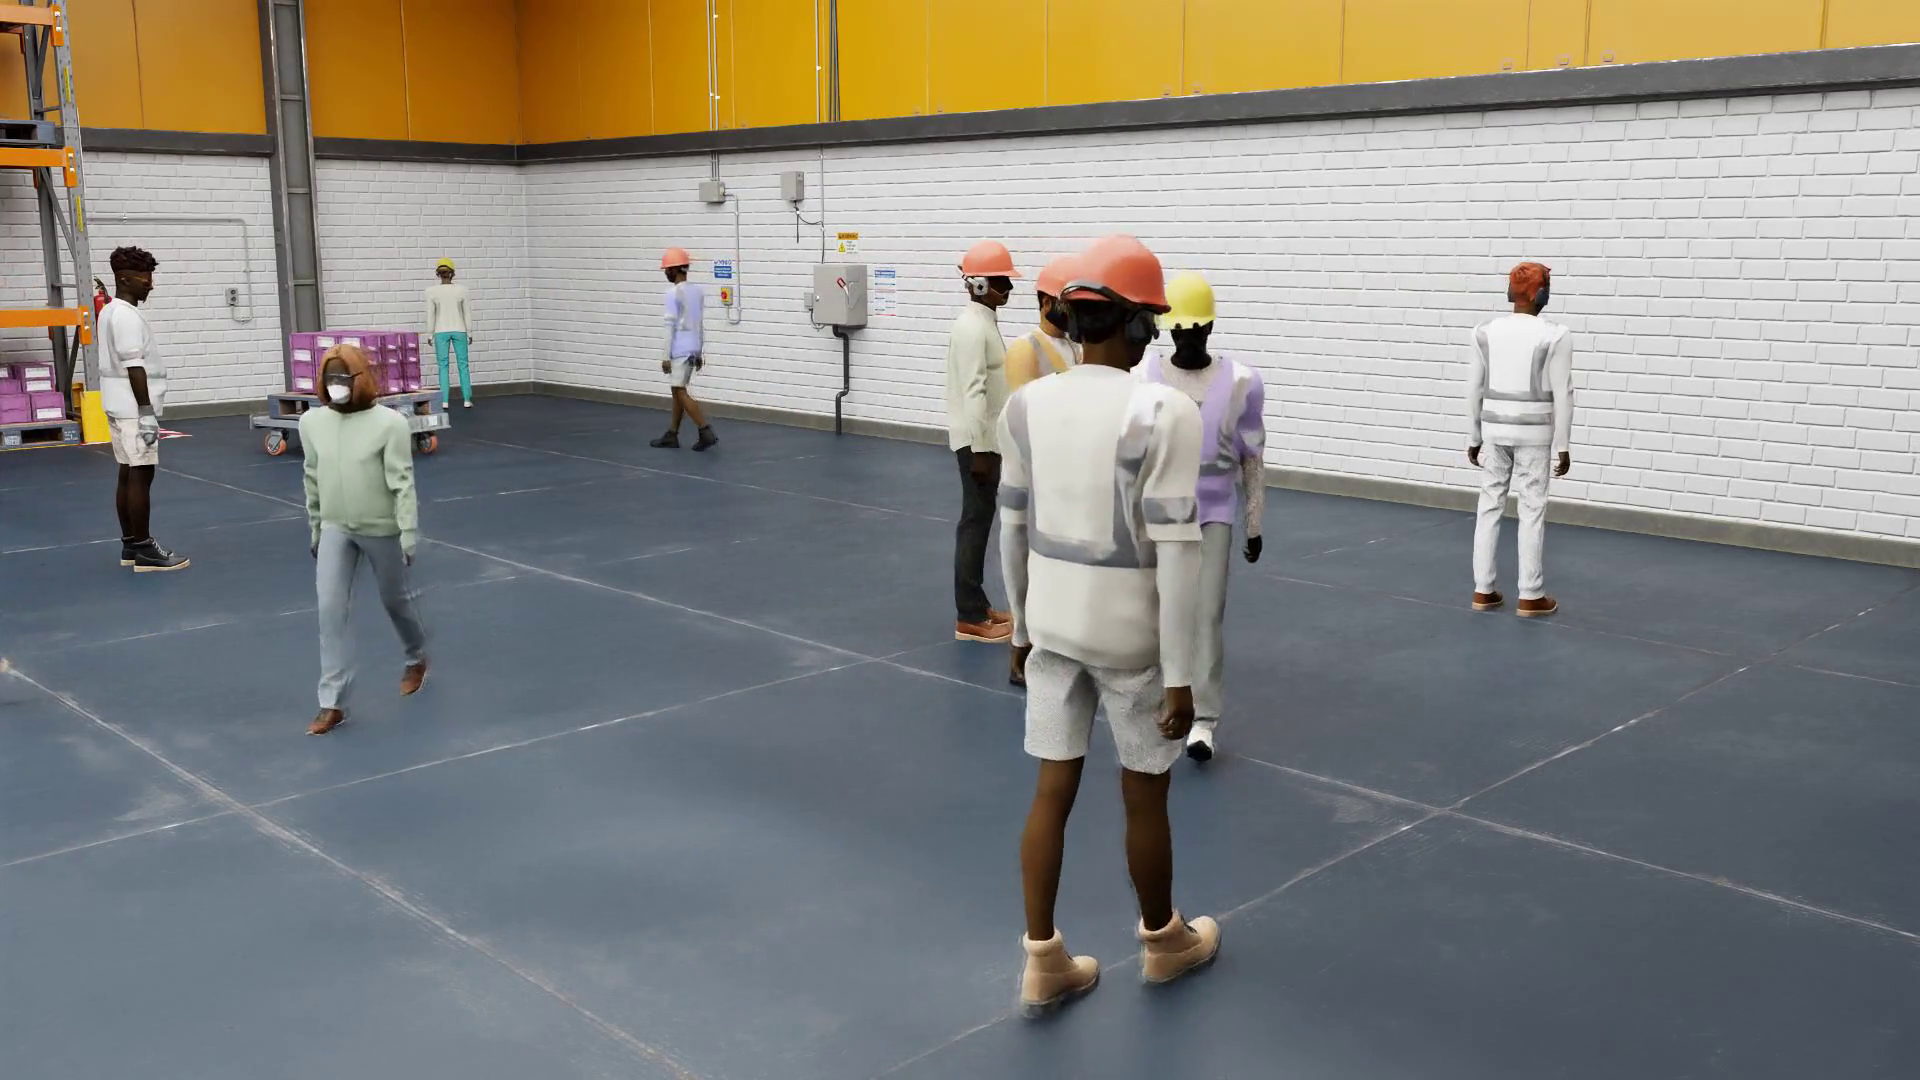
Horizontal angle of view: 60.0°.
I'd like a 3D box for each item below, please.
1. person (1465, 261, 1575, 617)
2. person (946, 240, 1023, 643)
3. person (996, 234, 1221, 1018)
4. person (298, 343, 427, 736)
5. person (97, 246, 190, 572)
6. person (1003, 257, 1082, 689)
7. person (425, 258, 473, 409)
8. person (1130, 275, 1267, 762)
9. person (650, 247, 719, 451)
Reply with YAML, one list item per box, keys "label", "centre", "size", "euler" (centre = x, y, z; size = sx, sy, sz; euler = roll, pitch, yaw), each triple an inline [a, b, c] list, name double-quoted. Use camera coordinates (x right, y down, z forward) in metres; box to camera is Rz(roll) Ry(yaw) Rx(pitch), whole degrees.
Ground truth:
- label: "person"
  centre: [2.981, -0.534, 8.881]
  size: [0.584, 1.882, 0.337]
  euler: [10, 14, 42]
- label: "person"
  centre: [0.121, -0.492, 8.352]
  size: [0.384, 1.993, 0.622]
  euler: [1, 10, 4]
- label: "person"
  centre: [0.388, 0.232, 4.362]
  size: [0.638, 2.038, 0.597]
  euler: [8, 13, 38]
- label: "person"
  centre: [-2.515, -0.046, 7.044]
  size: [0.507, 1.587, 0.855]
  euler: [1, 10, 4]
- label: "person"
  centre: [-4.982, -0.790, 10.074]
  size: [0.381, 1.958, 0.603]
  euler: [-8, 13, -37]
- label: "person"
  centre: [0.422, -0.293, 7.451]
  size: [0.380, 1.927, 0.542]
  euler: [6, 12, 29]
- label: "person"
  centre: [-5.956, -2.403, 19.418]
  size: [0.523, 1.760, 0.327]
  euler: [-4, 11, -22]
- label: "person"
  centre: [0.897, -0.096, 6.549]
  size: [0.581, 1.862, 1.030]
  euler: [3, 11, 14]
- label: "person"
  centre: [-2.598, -1.781, 15.615]
  size: [0.799, 1.913, 0.556]
  euler: [4, 11, 22]
